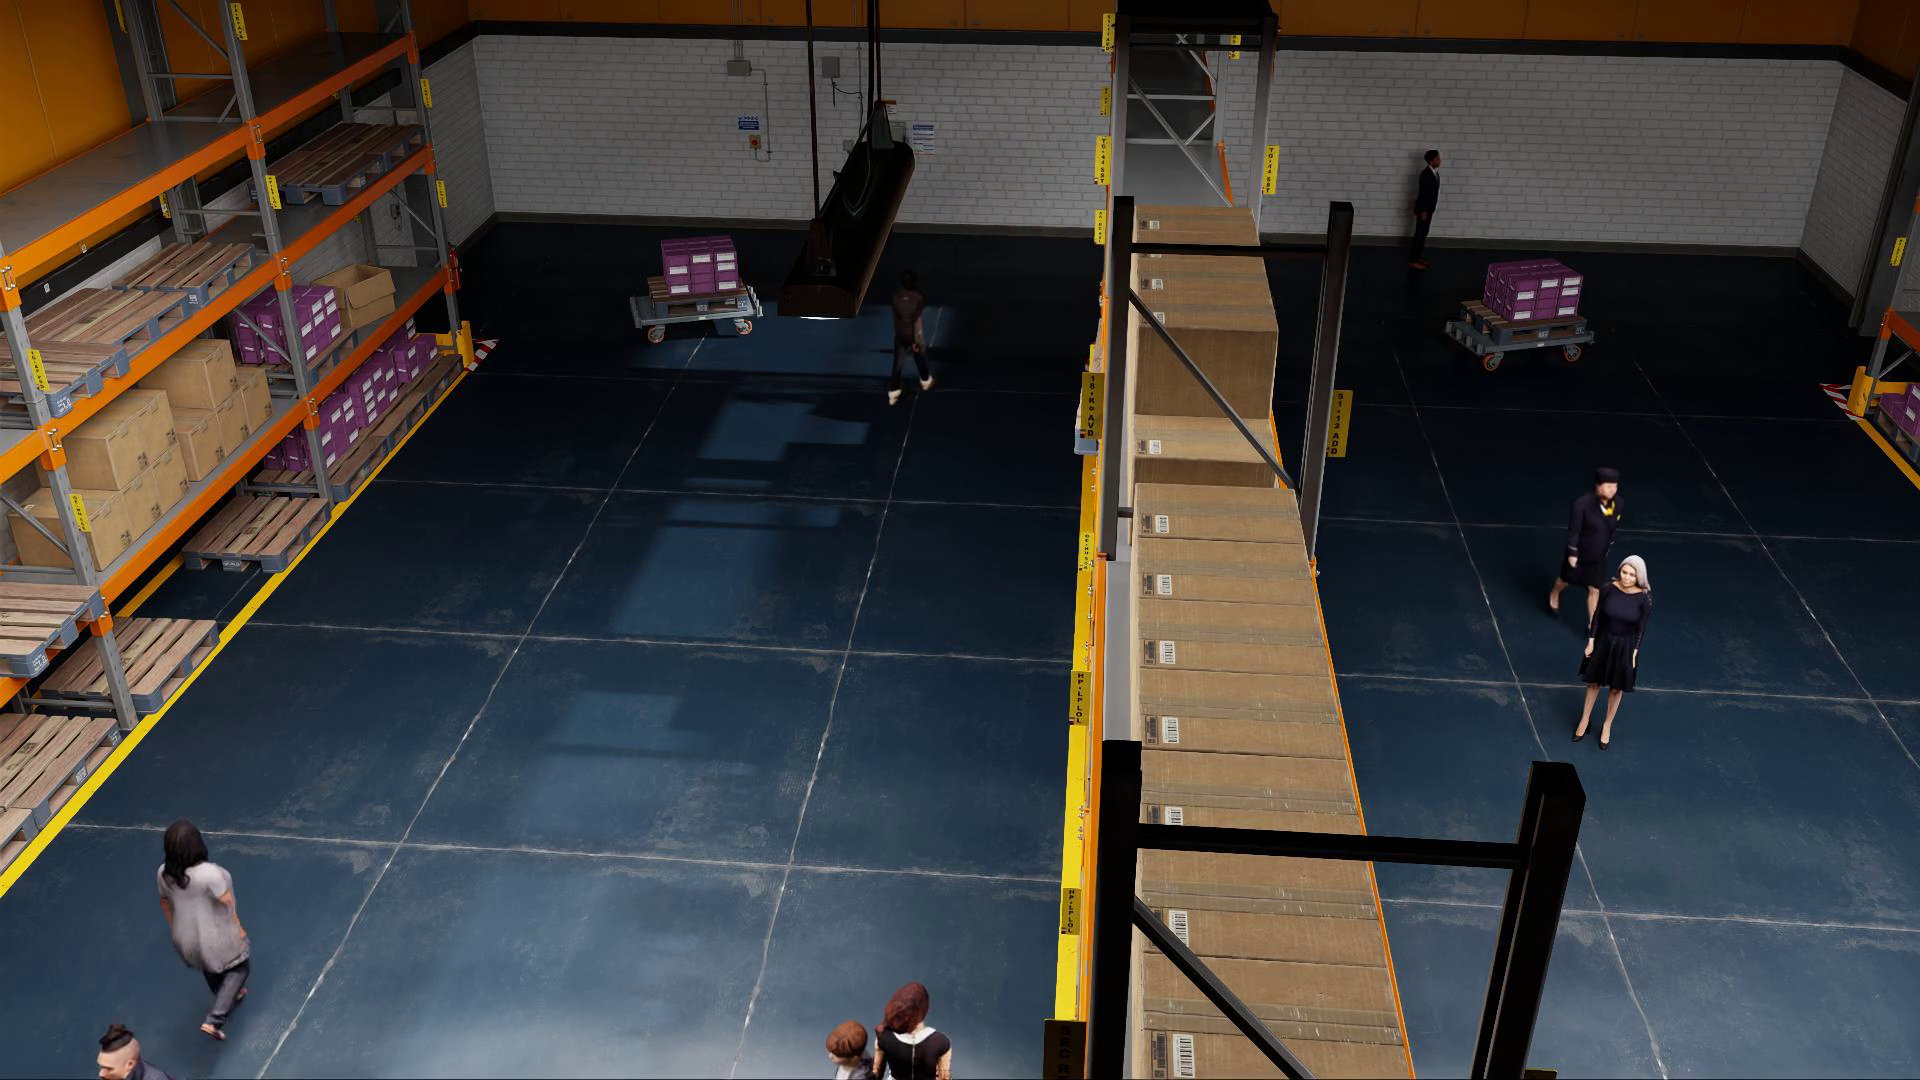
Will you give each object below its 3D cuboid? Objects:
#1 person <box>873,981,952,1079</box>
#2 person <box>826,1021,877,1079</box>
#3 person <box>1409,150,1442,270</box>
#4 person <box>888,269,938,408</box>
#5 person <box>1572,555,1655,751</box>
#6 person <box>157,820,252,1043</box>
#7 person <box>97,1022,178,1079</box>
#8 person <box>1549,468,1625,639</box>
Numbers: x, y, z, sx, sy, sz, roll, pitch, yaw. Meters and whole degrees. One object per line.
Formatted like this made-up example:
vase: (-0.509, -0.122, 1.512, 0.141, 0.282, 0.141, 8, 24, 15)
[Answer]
person: (-0.275, 3.237, 9.166, 0.644, 1.755, 1.113, 1, 29, 1)
person: (-0.593, 3.281, 9.411, 0.660, 1.443, 0.543, -7, 29, -13)
person: (6.666, -4.752, 23.842, 0.768, 1.726, 0.630, 16, 33, 27)
person: (-0.579, -2.467, 19.721, 0.727, 1.660, 1.194, 6, 29, 11)
person: (5.286, 0.899, 13.460, 0.686, 1.747, 0.701, 16, 33, 27)
person: (-4.848, 2.535, 10.626, 0.696, 1.590, 0.860, 6, 29, 10)
person: (-4.233, 3.288, 8.993, 0.944, 1.830, 1.161, 11, 31, 20)
person: (5.636, 0.089, 15.066, 0.834, 1.631, 1.134, -4, 29, -6)
